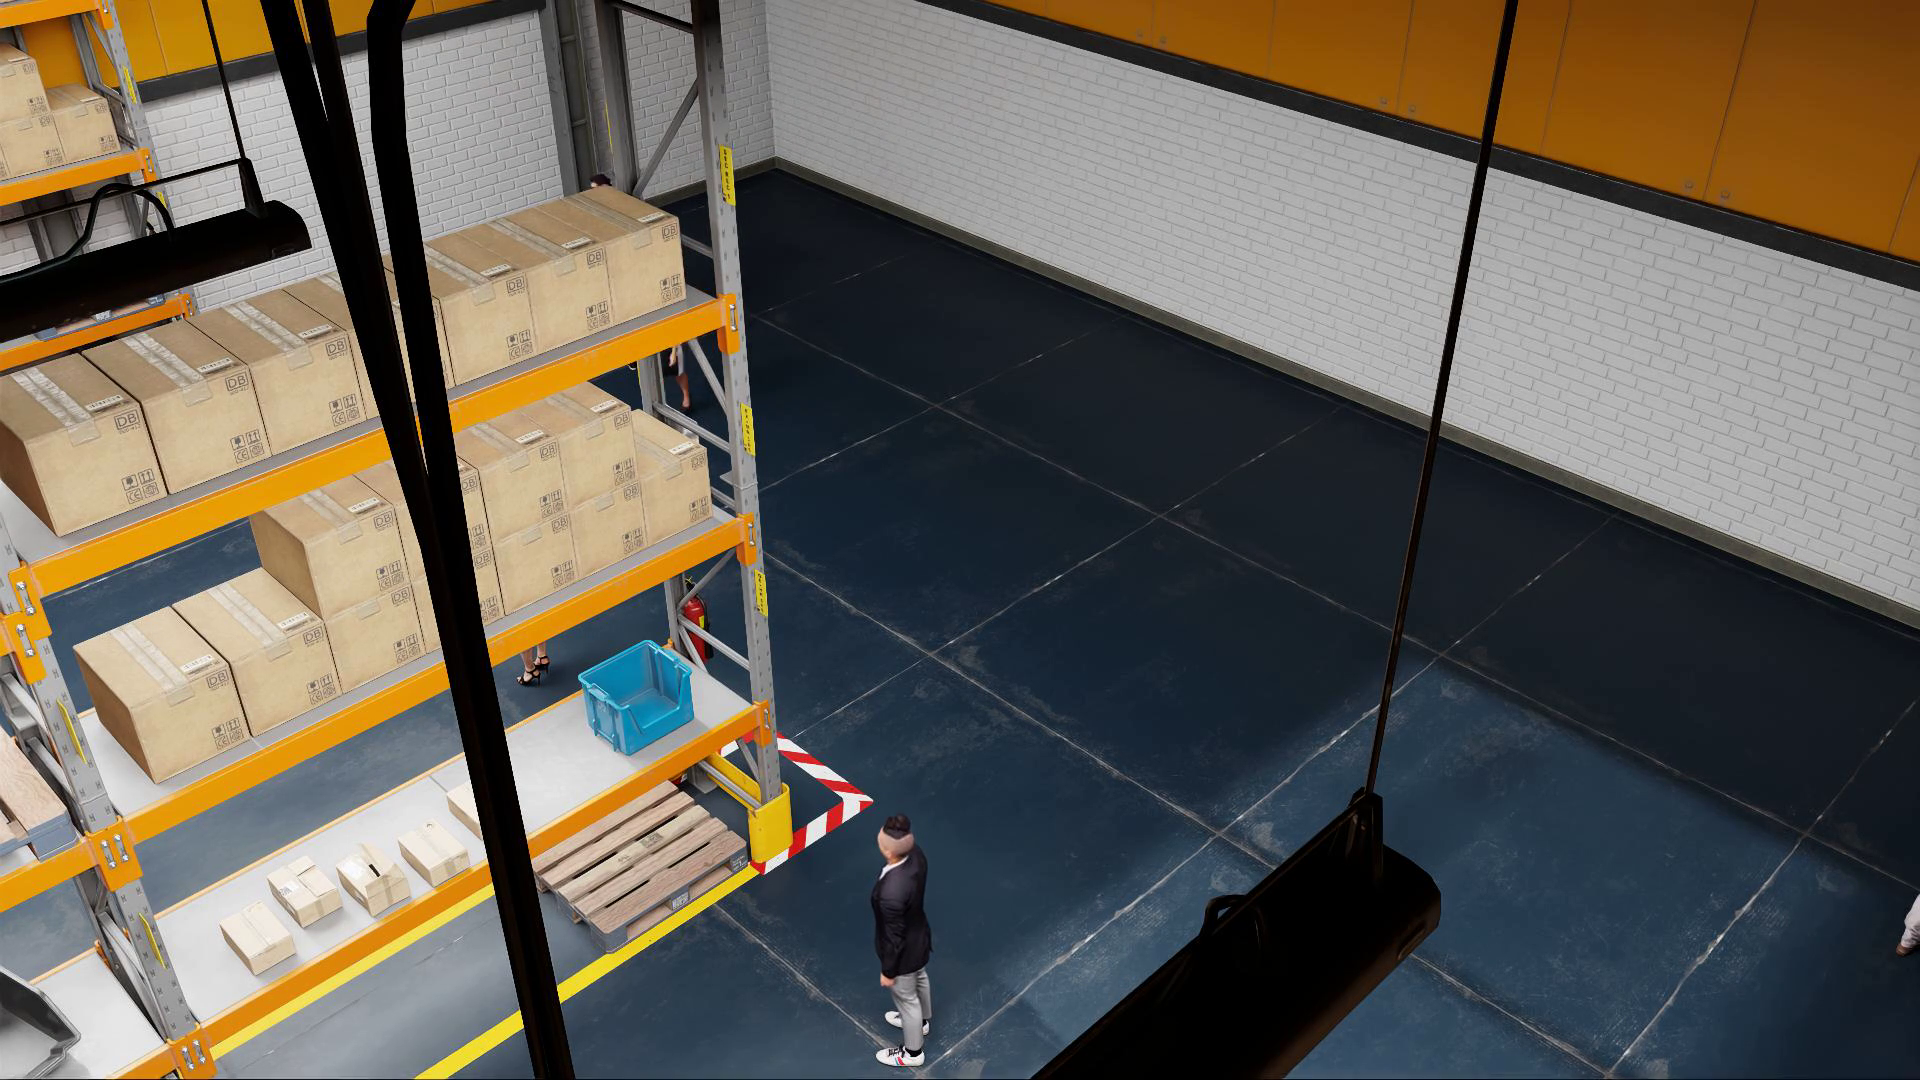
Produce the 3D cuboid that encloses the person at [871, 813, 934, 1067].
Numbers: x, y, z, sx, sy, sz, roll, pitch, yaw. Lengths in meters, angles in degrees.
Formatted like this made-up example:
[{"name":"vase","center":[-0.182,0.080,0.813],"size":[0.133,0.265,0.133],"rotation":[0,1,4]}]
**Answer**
[{"name":"person","center":[-0.323,2.362,9.884],"size":[0.857,1.959,0.743],"rotation":[7,34,10]}]
